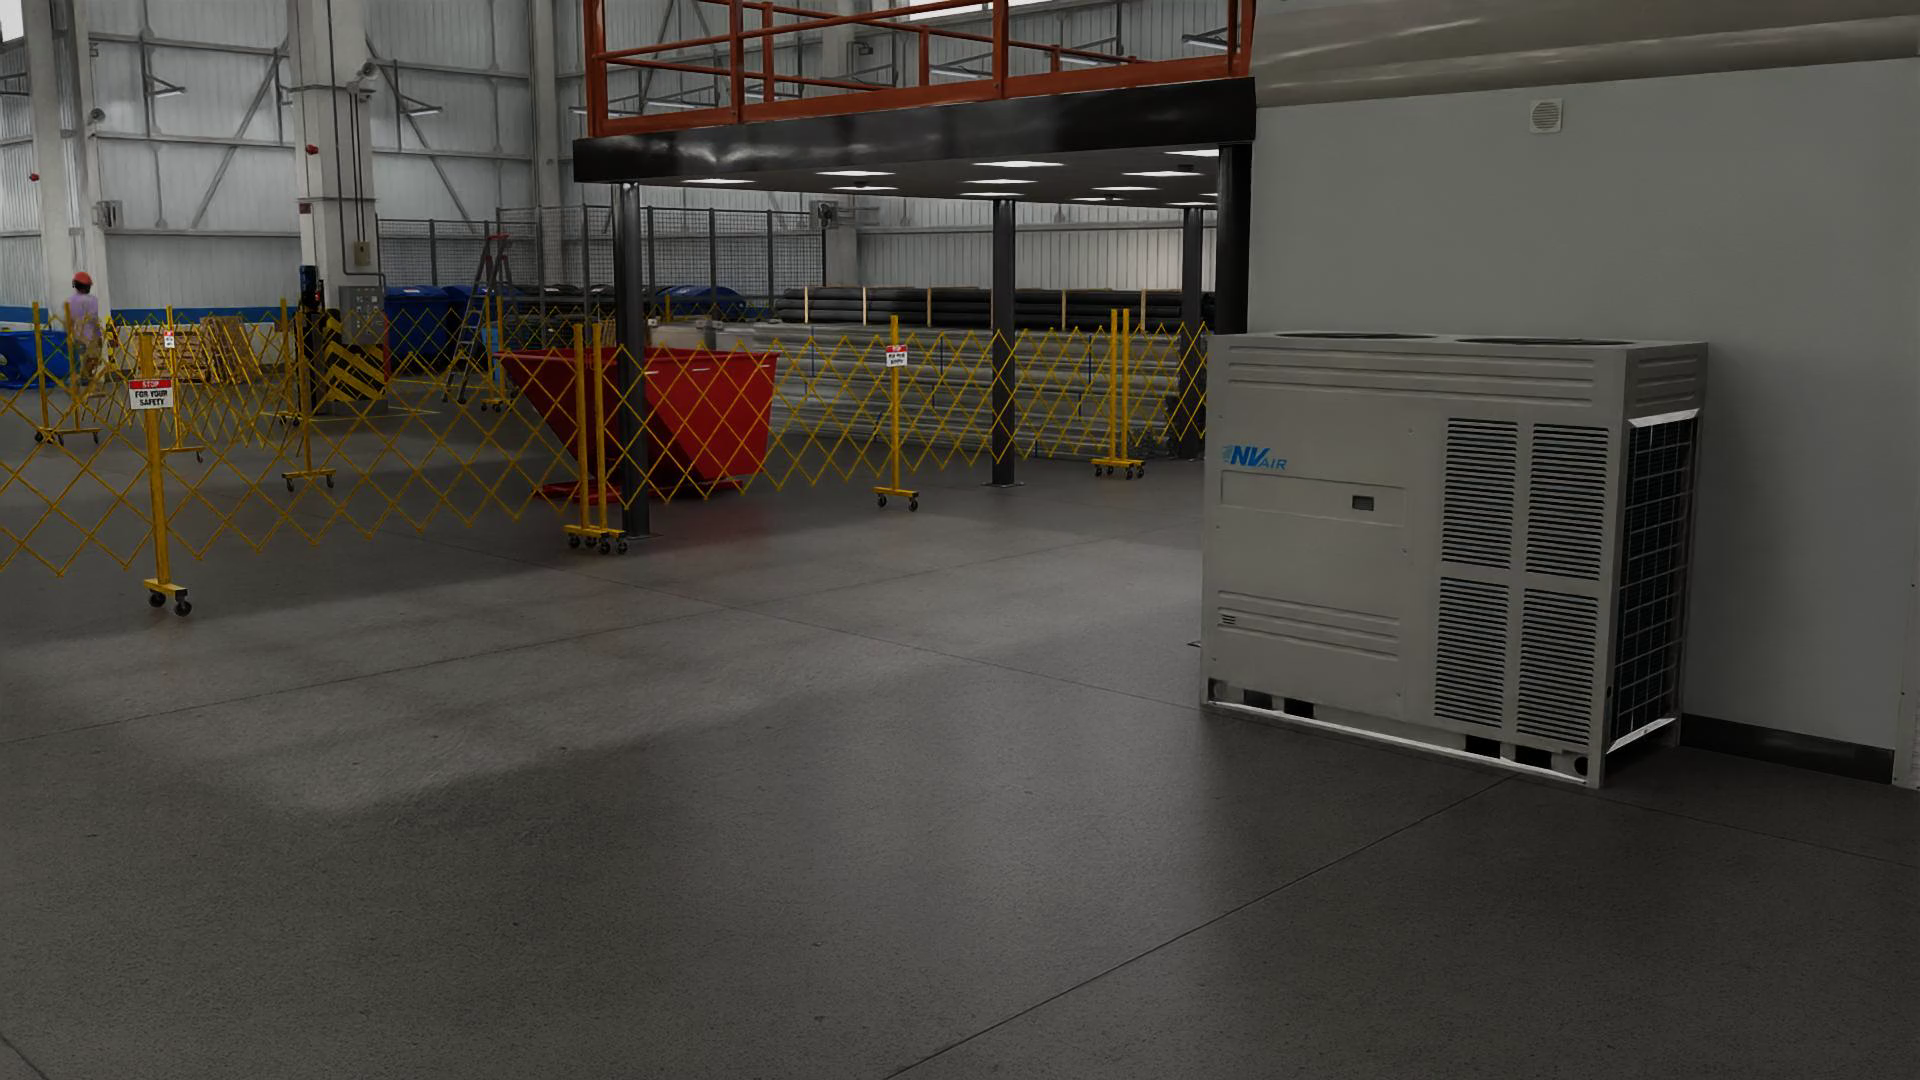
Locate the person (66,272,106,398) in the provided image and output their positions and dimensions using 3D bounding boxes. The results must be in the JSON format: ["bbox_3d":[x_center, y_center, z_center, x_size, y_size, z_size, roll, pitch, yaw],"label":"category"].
[{"bbox_3d":[-13.984,-3.256,26.506,0.614,2.025,0.679,4,10,22],"label":"person"}]
